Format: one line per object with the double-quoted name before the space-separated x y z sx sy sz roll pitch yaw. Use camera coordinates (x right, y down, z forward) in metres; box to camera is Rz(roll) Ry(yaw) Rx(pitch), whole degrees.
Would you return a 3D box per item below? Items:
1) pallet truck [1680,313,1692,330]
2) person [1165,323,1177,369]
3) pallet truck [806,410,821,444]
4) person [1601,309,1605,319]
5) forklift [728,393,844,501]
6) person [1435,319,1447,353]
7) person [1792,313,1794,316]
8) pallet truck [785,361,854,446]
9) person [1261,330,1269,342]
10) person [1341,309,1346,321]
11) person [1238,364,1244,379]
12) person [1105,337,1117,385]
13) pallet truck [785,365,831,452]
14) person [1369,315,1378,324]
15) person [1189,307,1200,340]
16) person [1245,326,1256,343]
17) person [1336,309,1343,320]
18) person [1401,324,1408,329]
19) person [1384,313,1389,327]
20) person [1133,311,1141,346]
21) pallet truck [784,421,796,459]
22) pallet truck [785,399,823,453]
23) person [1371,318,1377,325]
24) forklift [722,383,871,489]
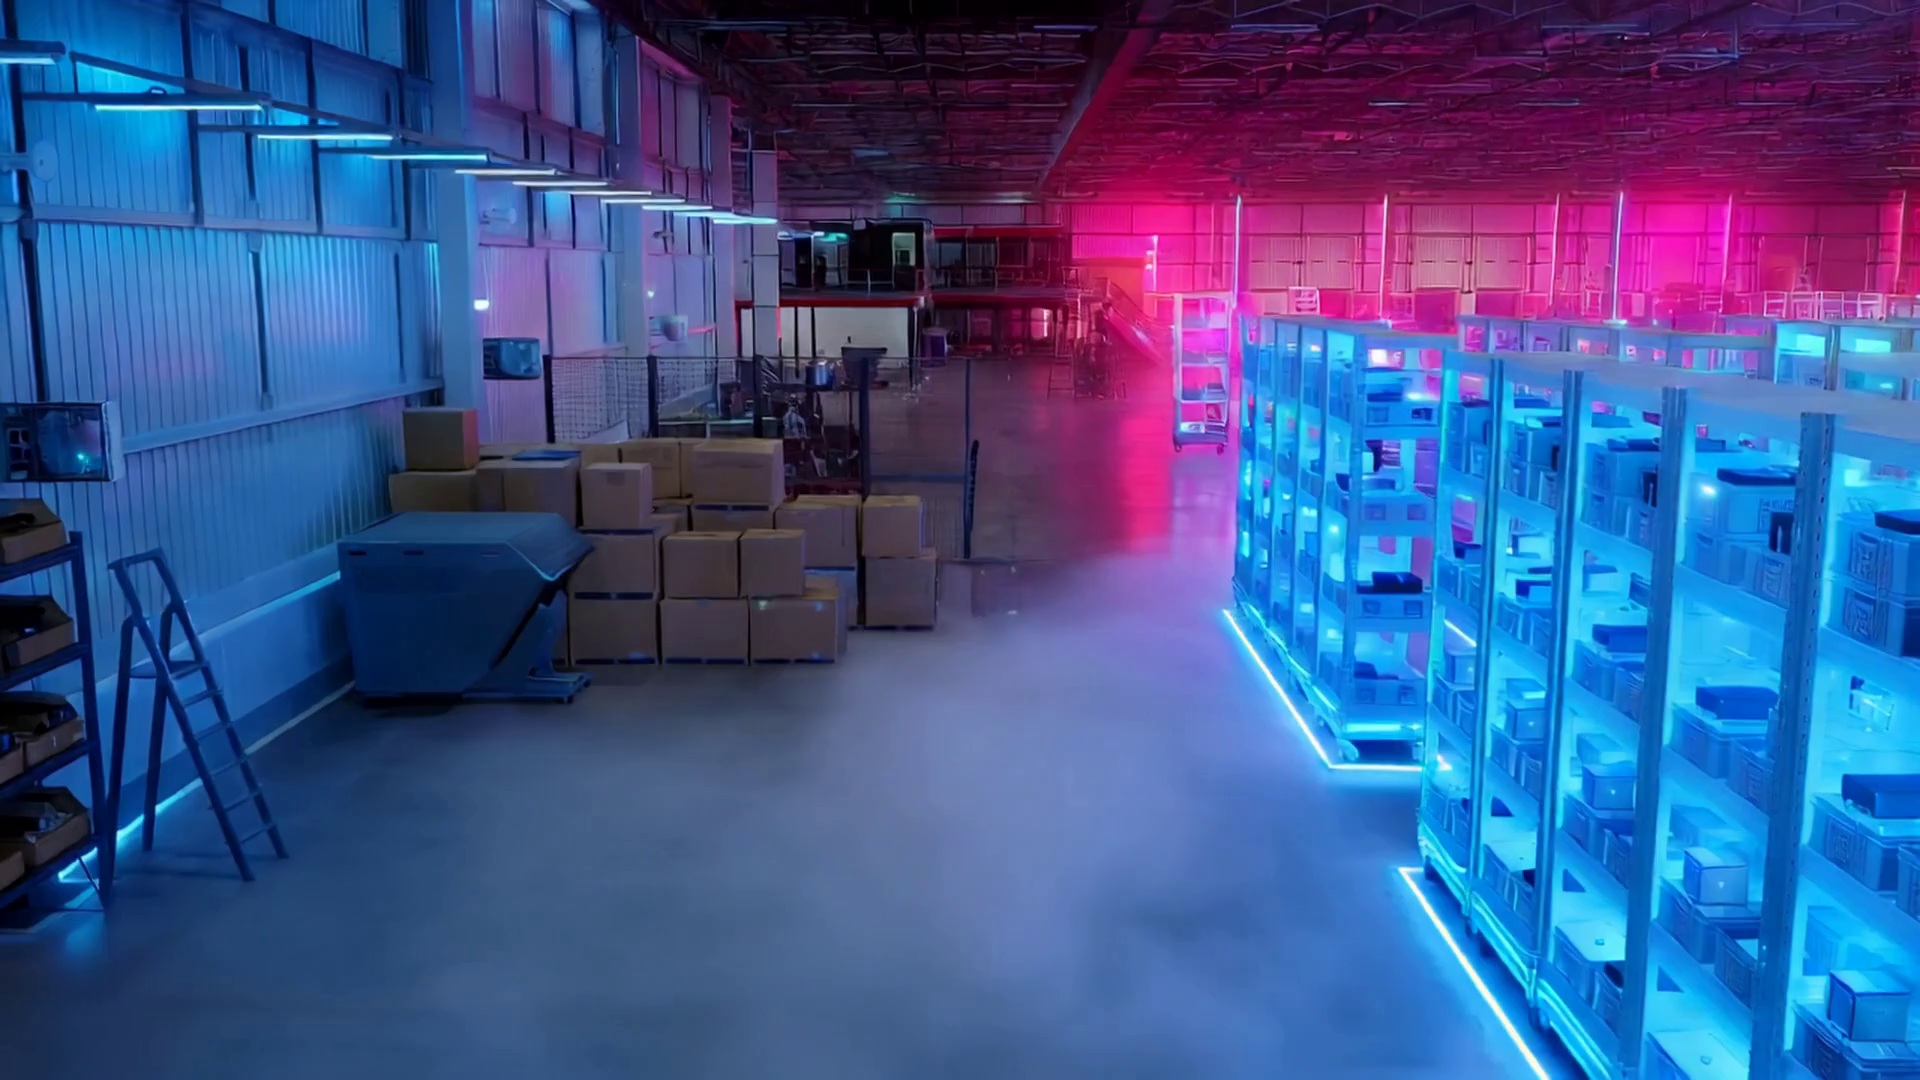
"pallet truck" 36.315 -10.531 84.244 0.823 1.965 1.885 -6 11 -33
"person" 8.950 -8.128 69.749 0.641 1.894 0.597 -7 11 -35
"pallet truck" -3.559 -2.018 33.905 1.522 1.261 0.704 0 9 -1
"person" 36.381 -12.083 93.839 0.392 1.990 0.612 0 9 2
"forklift" -2.979 -1.316 26.476 2.680 1.987 1.157 0 9 1
"person" 22.380 -9.340 77.367 0.781 1.852 0.532 2 9 11
"person" 44.429 -11.152 88.538 0.936 1.838 0.596 -1 9 -7
"pallet truck" -3.410 -3.193 38.978 1.885 1.965 0.823 0 9 -1
"person" 13.476 -8.698 73.312 1.016 1.868 0.701 -1 9 -6
"person" 22.057 -12.339 95.760 1.006 1.873 0.610 2 9 10
"person" 8.031 -4.350 46.597 0.514 1.844 0.563 1 9 7
"person" 5.399 -6.431 59.731 0.515 1.751 0.527 -3 10 -16
"pallet truck" -3.774 -2.976 37.635 1.885 1.965 0.823 1 9 5
"person" 21.526 -10.765 86.279 0.966 1.793 0.631 8 12 40
"person" 13.831 -12.662 97.536 0.628 1.957 0.713 1 9 4
"person" 12.447 -8.491 71.506 0.365 2.047 0.608 -4 10 -25
"person" 21.615 -12.242 95.142 0.991 1.882 0.557 2 9 13
"person" 17.506 -7.502 65.421 0.824 2.000 0.703 2 9 13
"person" 23.407 -11.588 91.504 0.442 1.753 0.539 0 9 -1
"person" 9.598 -11.444 90.023 0.617 1.946 0.396 -8 12 -42
"pallet truck" -4.013 -1.793 32.705 1.601 1.201 0.680 0 9 1
"pallet truck" -3.814 -2.432 36.419 1.630 1.274 0.653 0 9 1
"person" 21.280 -10.591 85.537 0.533 1.697 0.318 6 11 32
"forklift" -2.893 -1.687 28.729 2.680 1.987 1.157 0 9 -1
